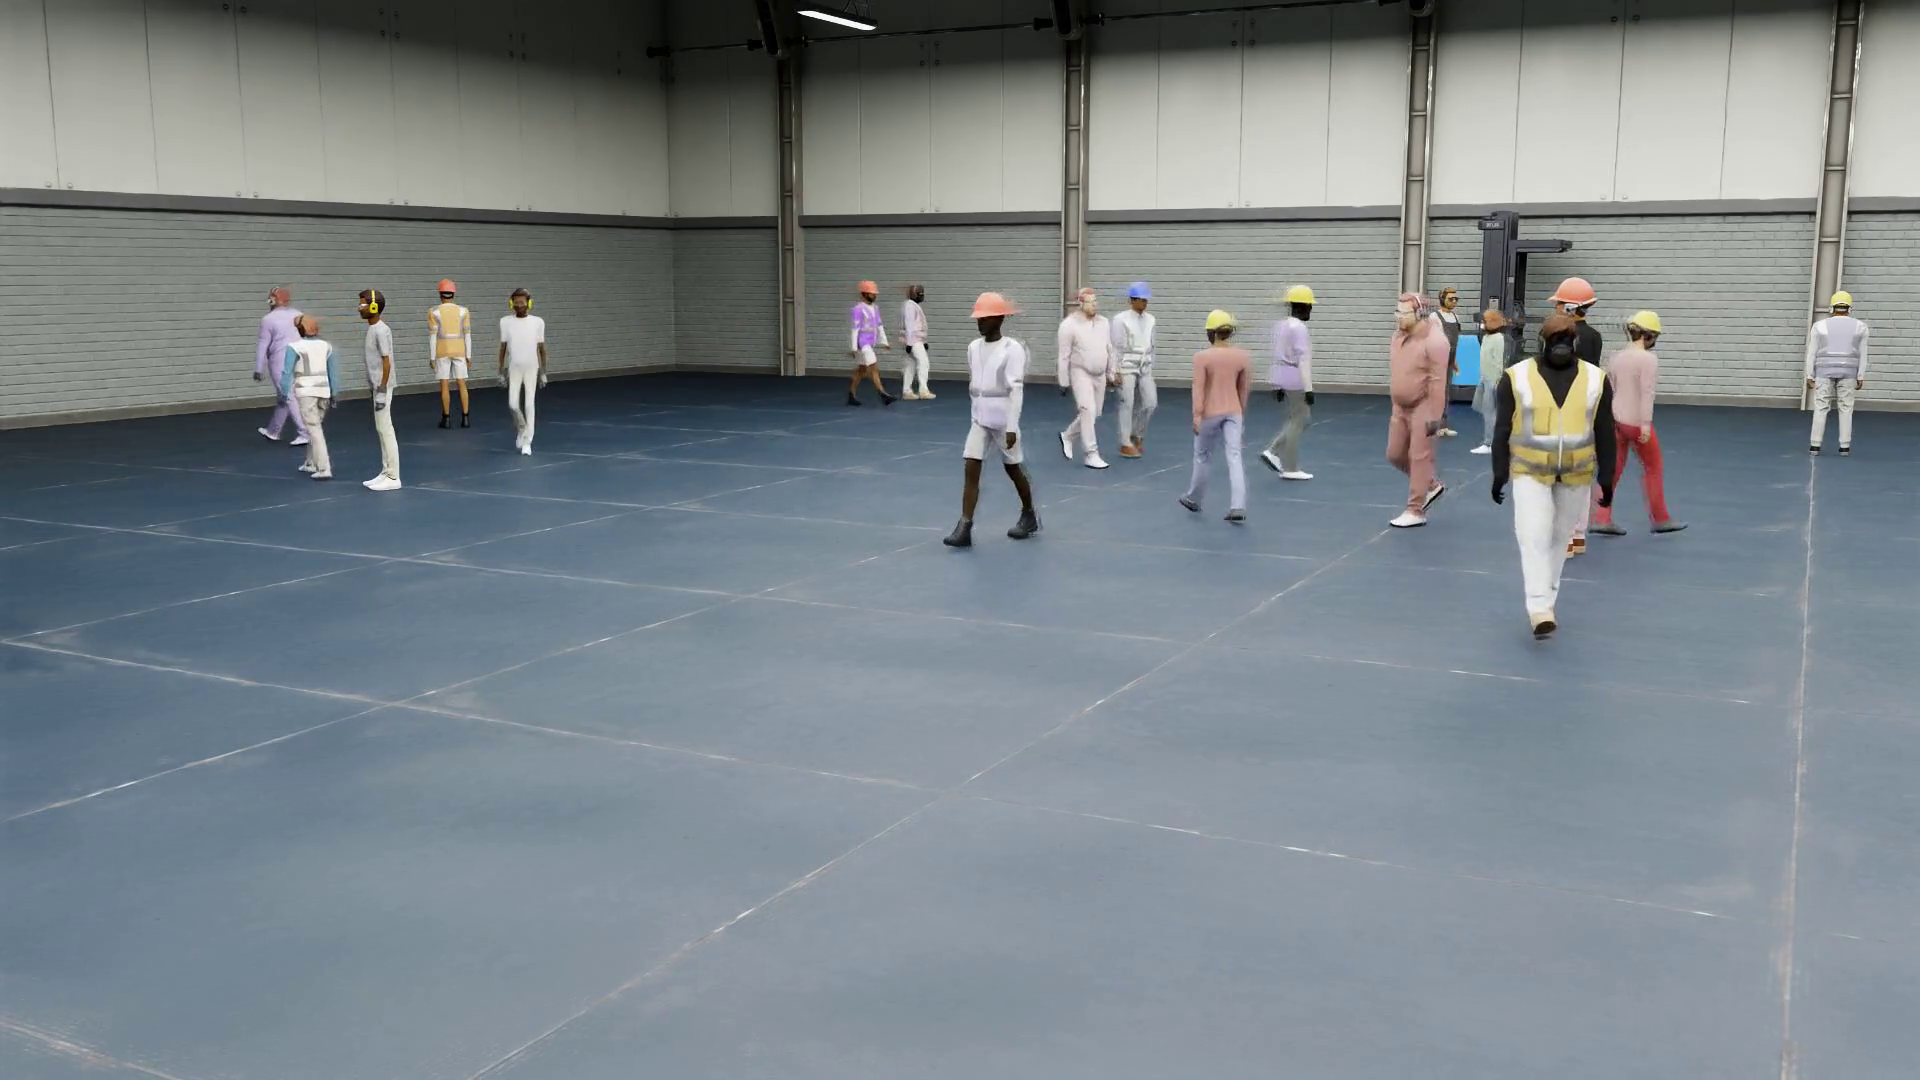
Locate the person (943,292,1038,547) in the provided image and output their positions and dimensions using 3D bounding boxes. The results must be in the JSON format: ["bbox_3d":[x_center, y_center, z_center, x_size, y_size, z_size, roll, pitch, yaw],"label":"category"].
[{"bbox_3d":[0.274,-0.917,12.557,0.560,1.892,0.983,8,12,40],"label":"person"}]

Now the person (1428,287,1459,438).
[{"bbox_3d":[5.974,-2.193,20.542,0.504,1.847,0.344,-7,11,-36],"label":"person"}]

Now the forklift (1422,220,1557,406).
[{"bbox_3d":[8.245,-3.527,25.720,1.873,2.768,1.129,5,10,27],"label":"forklift"}]

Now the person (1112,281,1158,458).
[{"bbox_3d":[1.918,-1.863,18.265,0.621,1.930,0.431,-6,11,-32],"label":"person"}]

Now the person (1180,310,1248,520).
[{"bbox_3d":[2.134,-1.039,13.801,0.543,1.715,0.931,-3,10,-18],"label":"person"}]

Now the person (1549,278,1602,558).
[{"bbox_3d":[4.381,-0.880,11.976,0.375,1.997,0.608,8,12,40],"label":"person"}]

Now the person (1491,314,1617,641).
[{"bbox_3d":[3.332,-0.346,9.290,0.654,1.794,0.927,1,9,8],"label":"person"}]

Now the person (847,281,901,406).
[{"bbox_3d":[-1.323,-2.961,25.147,1.024,1.877,0.555,5,10,27],"label":"person"}]

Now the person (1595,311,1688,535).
[{"bbox_3d":[5.305,-0.900,12.905,0.829,1.720,0.539,-2,9,-14],"label":"person"}]

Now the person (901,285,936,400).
[{"bbox_3d":[-0.615,-3.149,26.538,0.700,1.821,0.630,0,9,2],"label":"person"}]

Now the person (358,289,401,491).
[{"bbox_3d":[-5.475,-1.412,15.645,0.328,1.874,0.517,-4,10,-25],"label":"person"}]

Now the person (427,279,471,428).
[{"bbox_3d":[-6.697,-2.447,21.826,0.551,1.934,0.373,-5,11,-30],"label":"person"}]

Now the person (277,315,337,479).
[{"bbox_3d":[-6.482,-1.415,16.474,0.759,1.610,0.529,5,10,29],"label":"person"}]

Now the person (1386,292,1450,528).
[{"bbox_3d":[3.704,-1.047,13.373,0.579,1.880,0.661,-4,10,-25],"label":"person"}]

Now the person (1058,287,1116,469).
[{"bbox_3d":[1.309,-1.725,17.554,0.646,1.883,0.838,-8,12,-39],"label":"person"}]

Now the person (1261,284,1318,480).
[{"bbox_3d":[3.290,-1.539,16.303,0.439,1.912,0.595,0,9,-1],"label":"person"}]

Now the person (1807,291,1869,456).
[{"bbox_3d":[9.772,-1.859,18.562,0.596,1.824,0.403,3,10,20],"label":"person"}]

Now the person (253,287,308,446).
[{"bbox_3d":[-8.020,-2.048,19.638,1.025,1.850,0.668,4,10,23],"label":"person"}]

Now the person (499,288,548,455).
[{"bbox_3d":[-4.893,-1.888,18.621,0.550,1.856,0.438,-1,9,-9],"label":"person"}]

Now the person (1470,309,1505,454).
[{"bbox_3d":[5.990,-1.783,18.714,0.410,1.623,0.504,-1,9,-4],"label":"person"}]
